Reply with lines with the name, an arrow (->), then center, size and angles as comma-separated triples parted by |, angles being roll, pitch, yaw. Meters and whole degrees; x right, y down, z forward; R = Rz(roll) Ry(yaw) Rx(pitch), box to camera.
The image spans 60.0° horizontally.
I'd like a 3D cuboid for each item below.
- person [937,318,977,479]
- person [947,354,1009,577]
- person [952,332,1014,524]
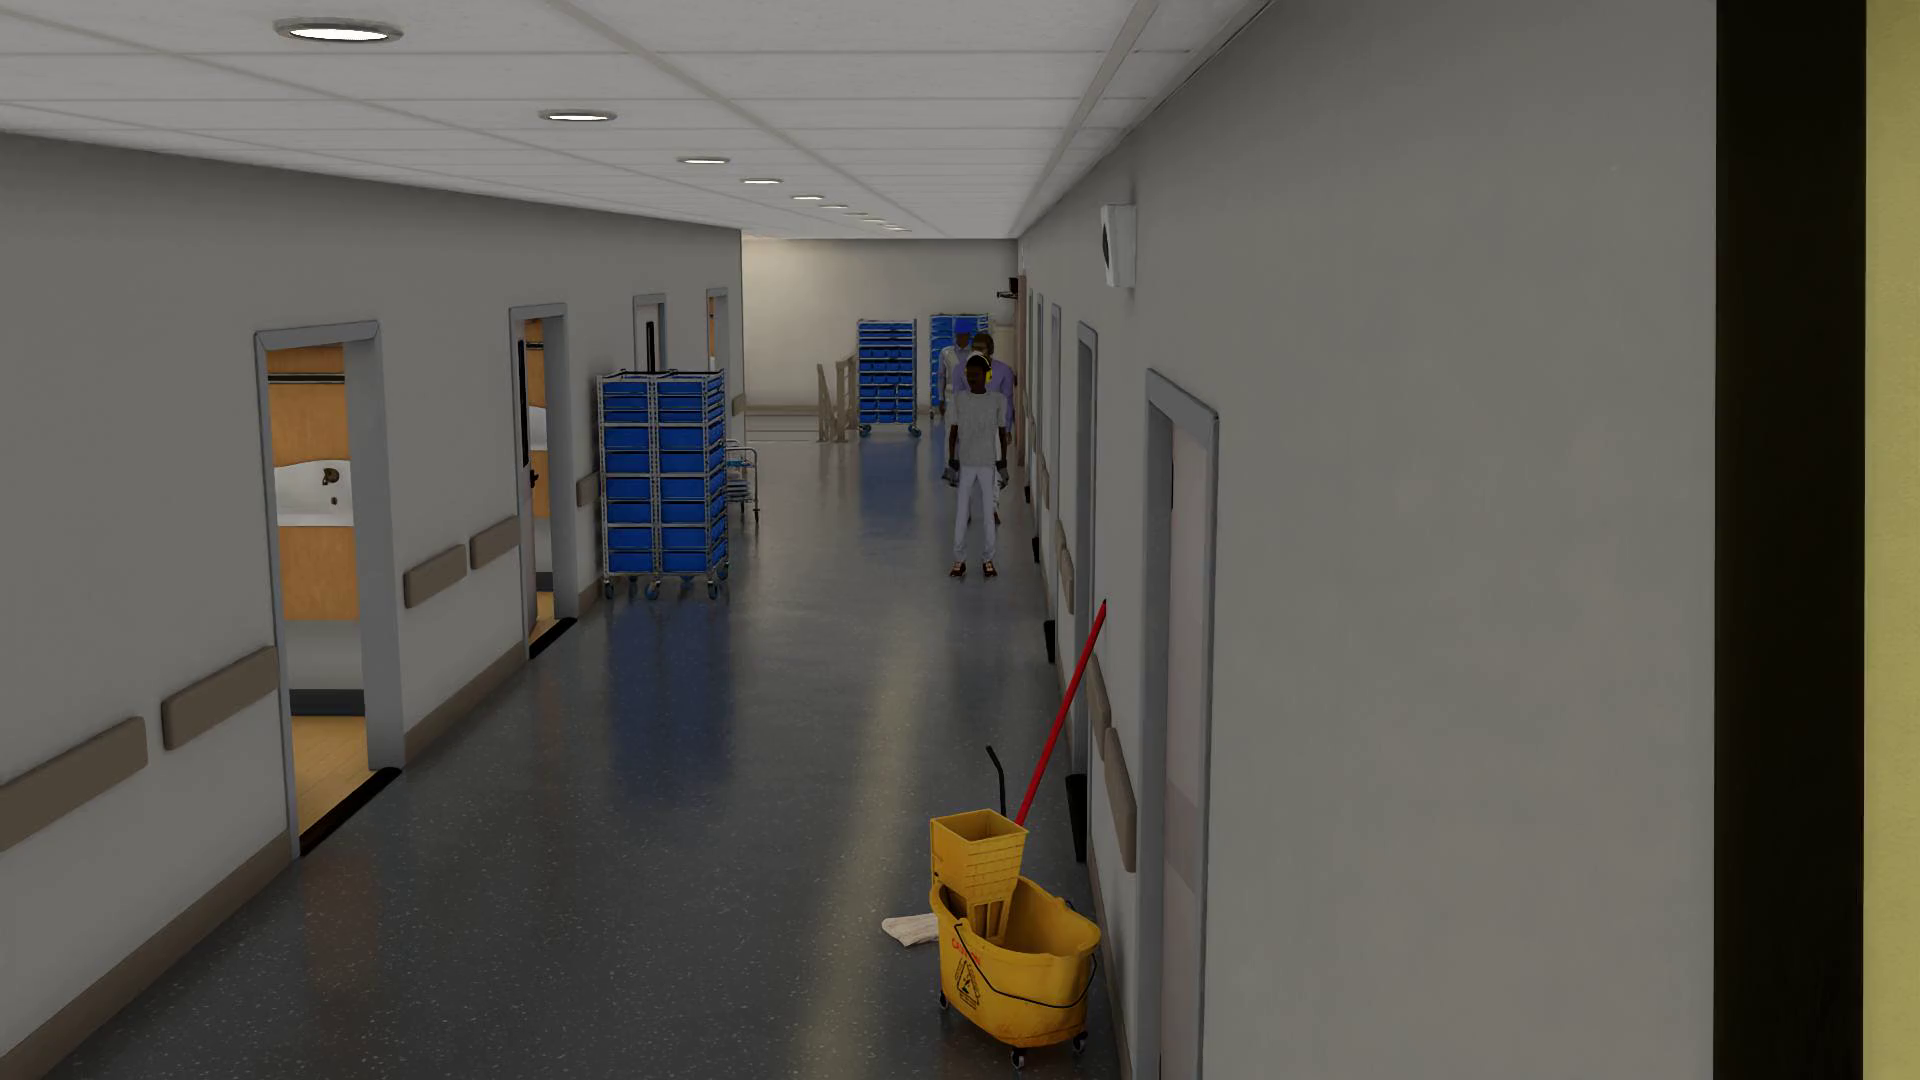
person -> 0.029, -1.705, 20.153 | 0.604, 1.949, 0.398 | 1, 9, 3
person -> 0.151, -0.610, 13.859 | 0.521, 1.864, 0.334 | 1, 9, 3
person -> 0.224, -1.117, 16.674 | 0.628, 1.936, 0.377 | 1, 9, 3
